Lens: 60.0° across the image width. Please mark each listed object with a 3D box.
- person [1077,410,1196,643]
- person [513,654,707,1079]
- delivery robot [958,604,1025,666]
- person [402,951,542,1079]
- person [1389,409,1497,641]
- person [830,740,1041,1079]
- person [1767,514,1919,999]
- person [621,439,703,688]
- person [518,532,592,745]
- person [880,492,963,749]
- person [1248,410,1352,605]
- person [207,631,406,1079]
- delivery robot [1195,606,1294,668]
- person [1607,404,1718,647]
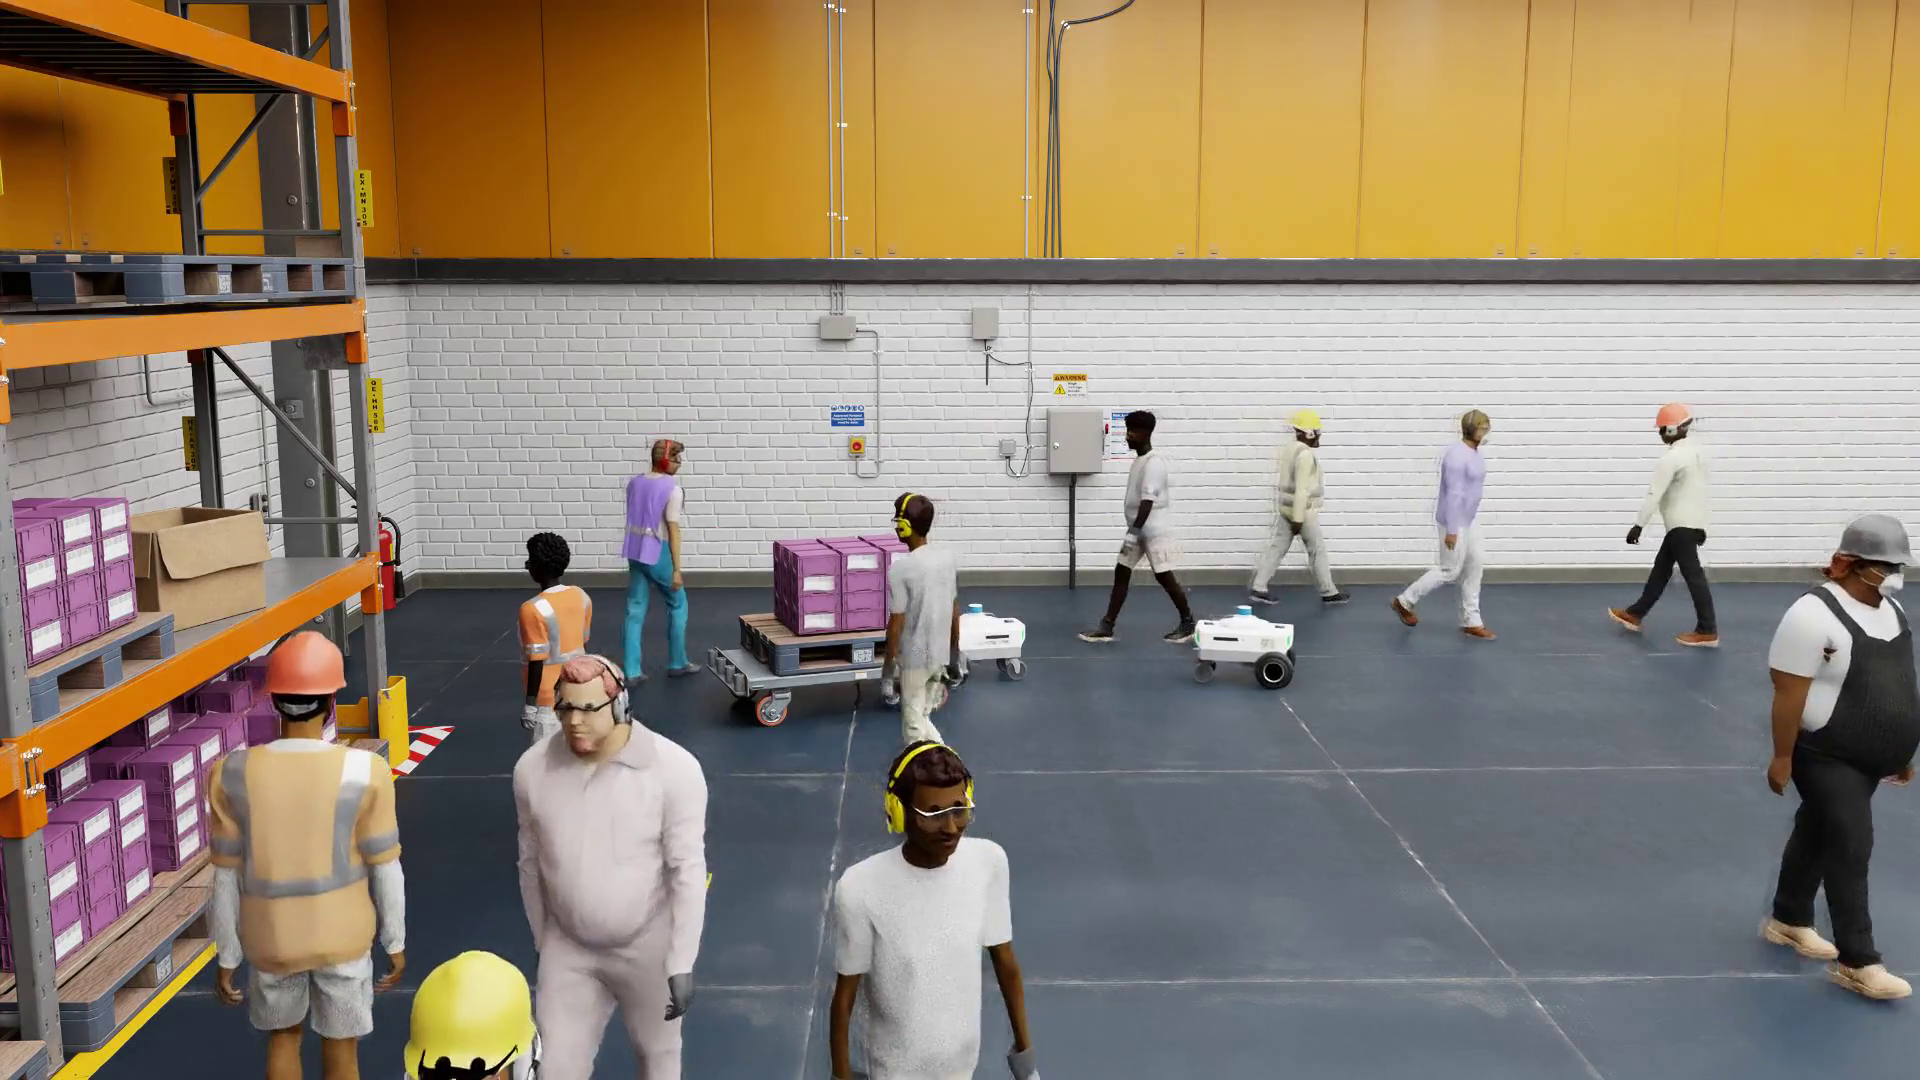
[{"bbox_3d":[1.506,-0.093,13.432,1.002,1.919,0.607,-2,9,-12],"label":"person"},{"bbox_3d":[-1.103,1.285,5.127,0.643,1.857,0.981,1,9,5],"label":"person"},{"bbox_3d":[0.116,0.716,12.290,0.707,0.478,0.477,-2,9,-15],"label":"delivery robot"},{"bbox_3d":[-0.908,1.608,3.253,0.597,1.814,0.671,1,9,4],"label":"person"},{"bbox_3d":[4.023,-0.136,13.671,0.796,1.917,0.639,7,12,38],"label":"person"},{"bbox_3d":[-0.039,1.421,4.336,0.539,1.845,0.614,-7,11,-35],"label":"person"},{"bbox_3d":[3.847,0.877,7.045,0.695,2.000,0.899,-5,11,-30],"label":"person"},{"bbox_3d":[-2.200,0.157,12.173,0.701,1.798,0.798,6,11,34],"label":"person"},{"bbox_3d":[-2.078,0.801,8.563,0.320,1.695,0.537,3,10,20],"label":"person"},{"bbox_3d":[-0.218,0.665,8.912,0.403,1.857,0.555,8,12,41],"label":"person"},{"bbox_3d":[3.044,-0.281,14.953,0.959,1.783,0.601,-2,9,-9],"label":"person"},{"bbox_3d":[-2.029,1.233,5.230,0.565,1.918,0.404,-2,9,-10],"label":"person"},{"bbox_3d":[2.085,0.728,12.218,0.707,0.478,0.477,2,9,13],"label":"delivery robot"},{"bbox_3d":[5.763,-0.133,13.548,1.024,1.926,0.642,9,13,44],"label":"person"}]
